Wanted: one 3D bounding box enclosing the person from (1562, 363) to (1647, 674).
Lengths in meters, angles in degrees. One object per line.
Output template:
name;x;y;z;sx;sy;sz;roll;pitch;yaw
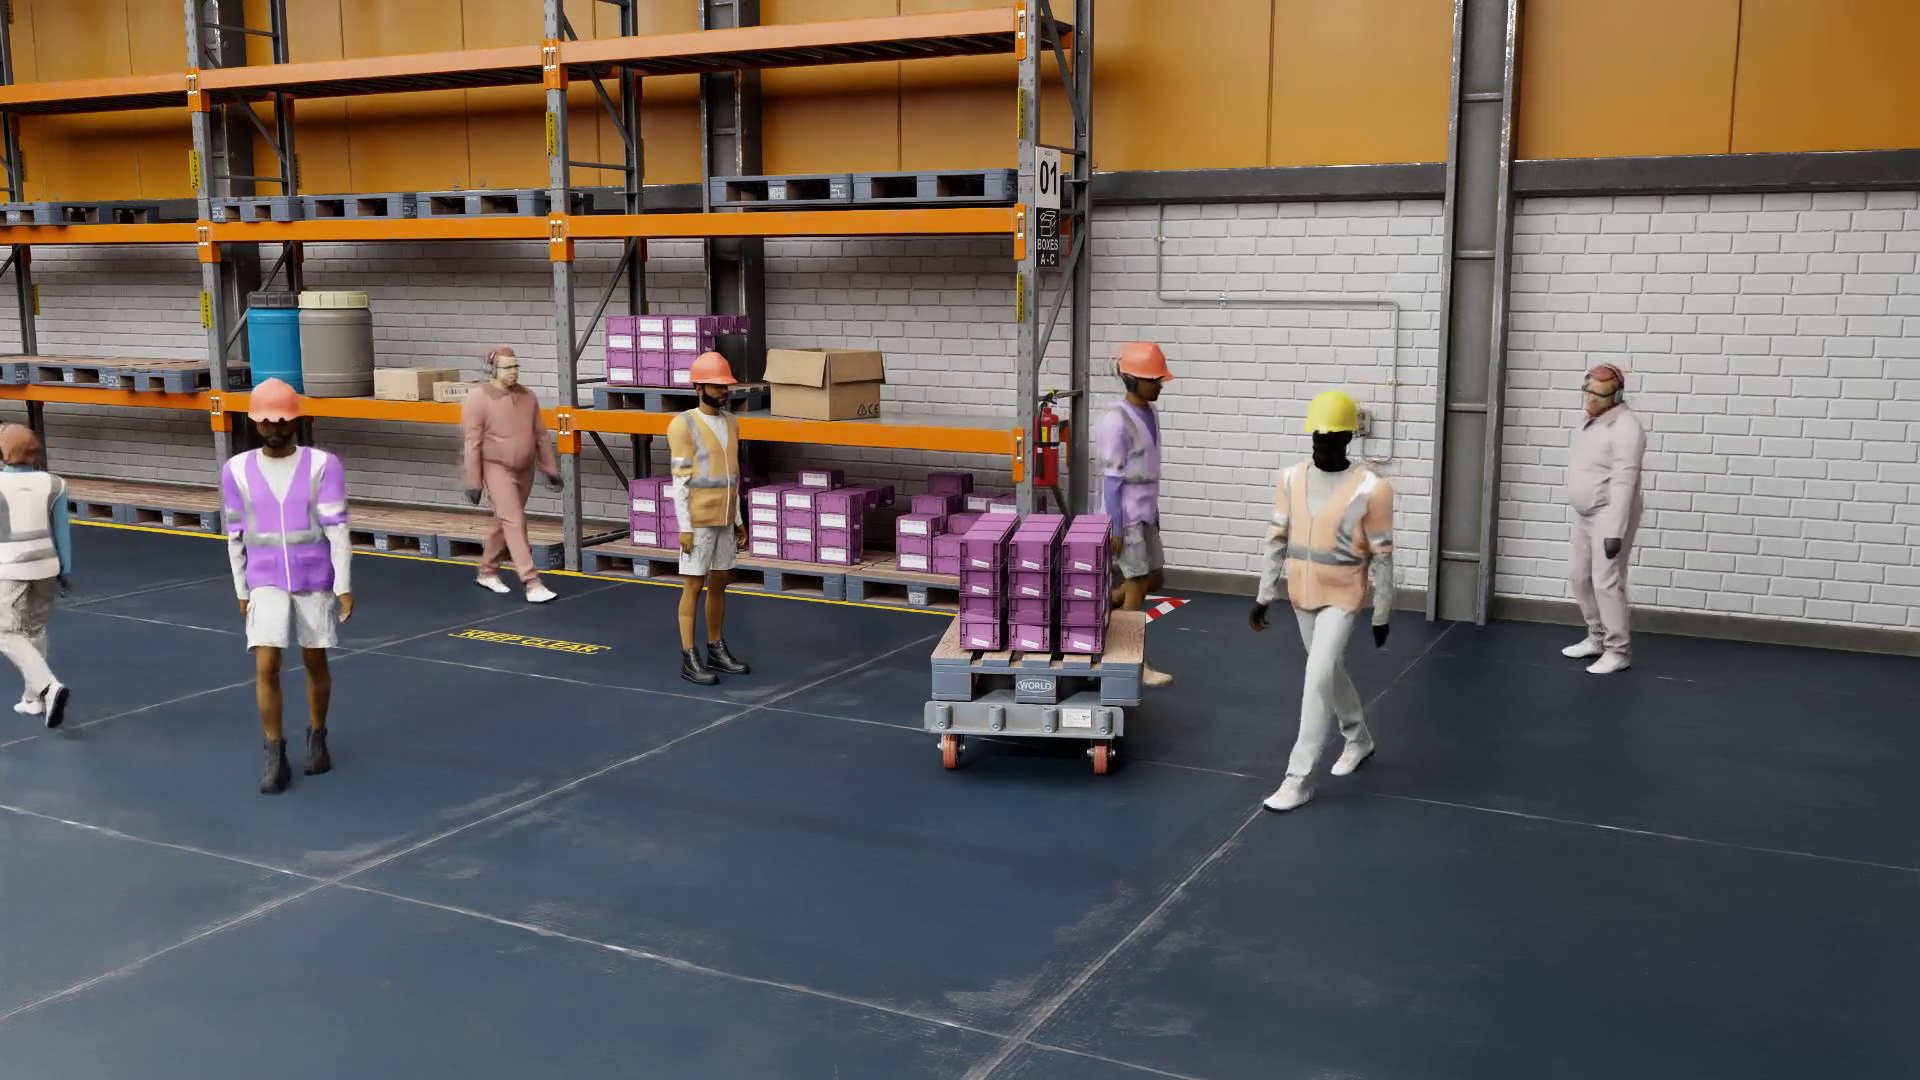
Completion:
person;3.842;-0.119;9.910;0.467;1.870;0.673;-1;9;-5

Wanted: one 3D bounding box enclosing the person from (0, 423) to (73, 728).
person;-4.922;0.189;8.788;0.696;1.615;0.516;6;11;31

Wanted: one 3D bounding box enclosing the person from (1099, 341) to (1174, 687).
person;0.945;-0.150;9.672;0.629;2.014;0.620;5;10;27

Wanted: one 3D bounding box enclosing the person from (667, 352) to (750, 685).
person;-1.455;-0.132;9.773;0.364;1.939;0.542;6;11;33

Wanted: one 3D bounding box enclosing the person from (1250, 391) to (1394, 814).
person;1.706;0.246;7.656;0.998;1.883;0.589;-8;12;-40

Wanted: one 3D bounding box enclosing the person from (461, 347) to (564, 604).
person;-3.289;-0.481;12.189;0.987;1.858;0.651;5;11;31

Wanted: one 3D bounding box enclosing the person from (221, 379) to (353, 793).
person;-3.123;0.212;7.754;0.562;1.911;0.757;-3;10;-16
